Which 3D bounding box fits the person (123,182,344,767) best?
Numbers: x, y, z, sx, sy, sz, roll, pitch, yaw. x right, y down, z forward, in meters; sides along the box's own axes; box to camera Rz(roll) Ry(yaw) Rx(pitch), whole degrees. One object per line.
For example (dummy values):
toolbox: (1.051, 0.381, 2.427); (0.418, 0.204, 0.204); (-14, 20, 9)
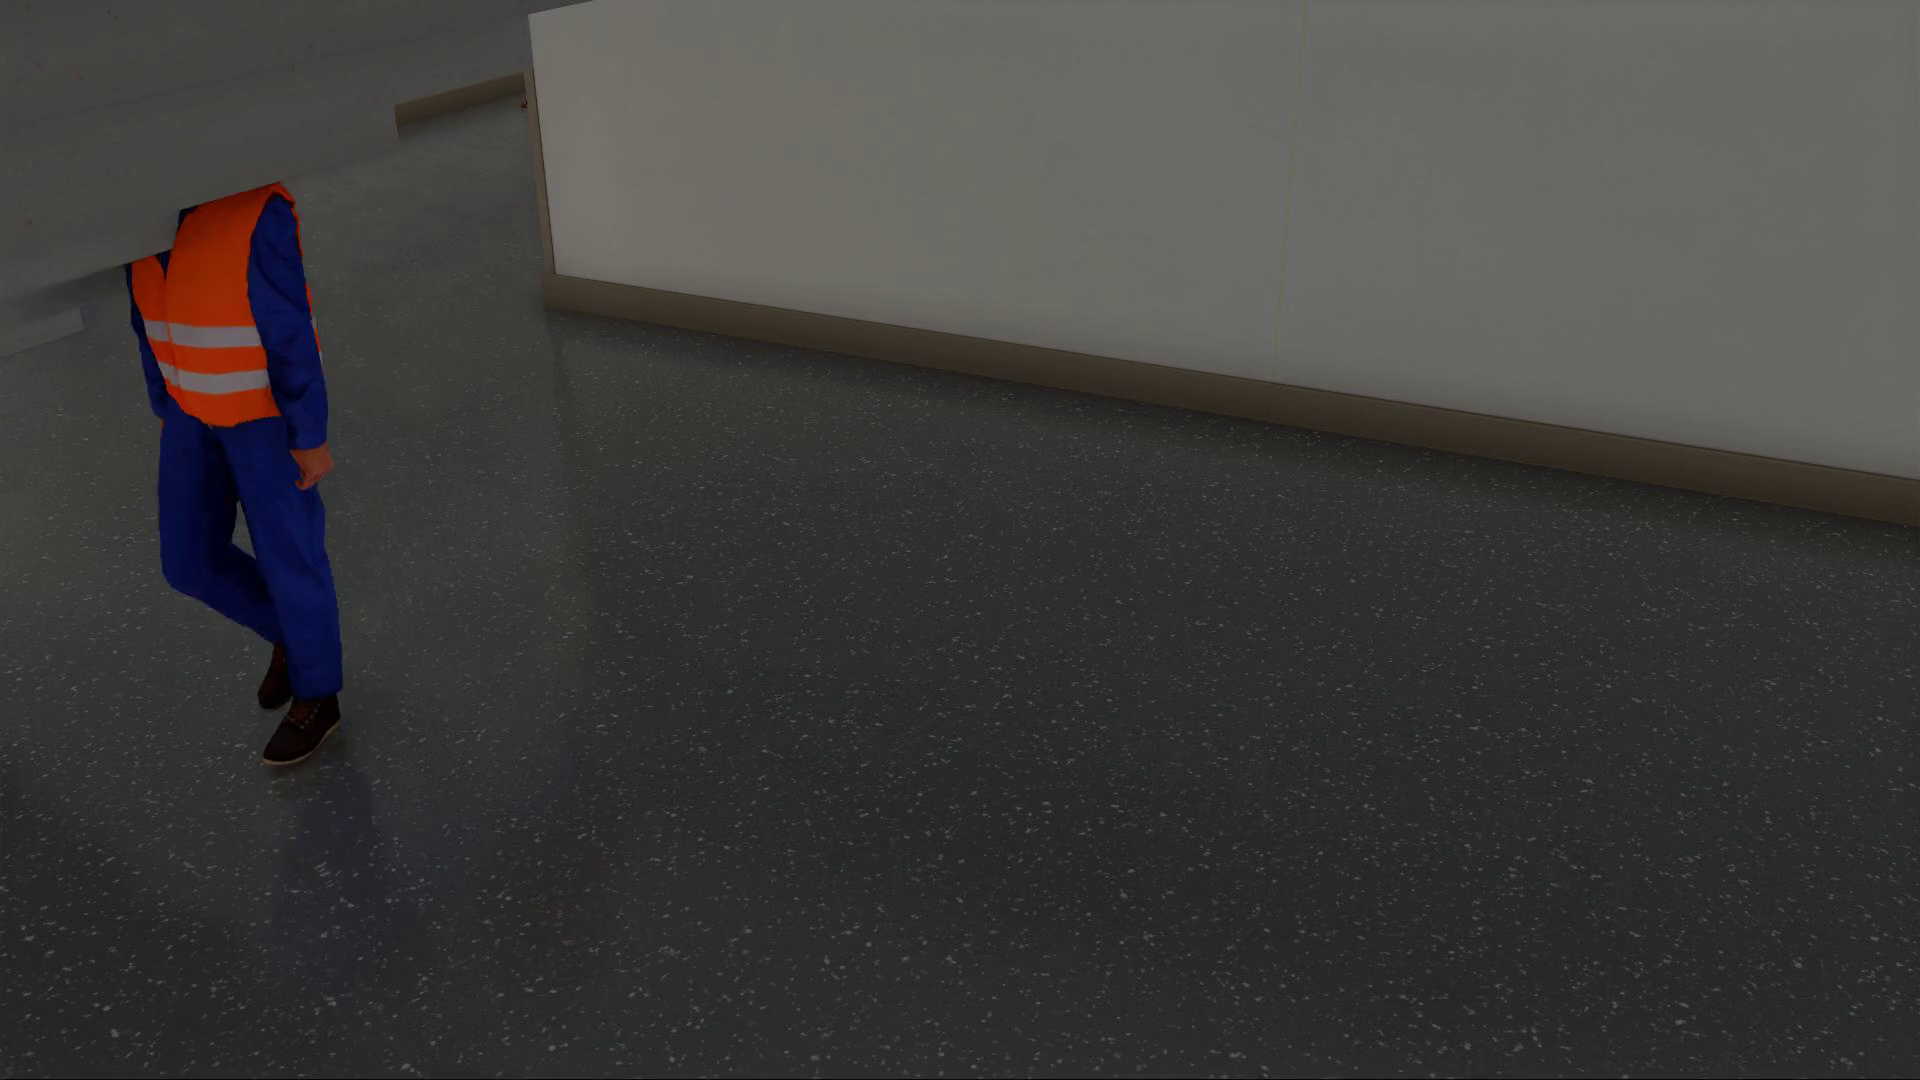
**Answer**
person: (-1.724, -0.329, 4.135); (0.735, 1.851, 0.830); (6, 26, 12)
